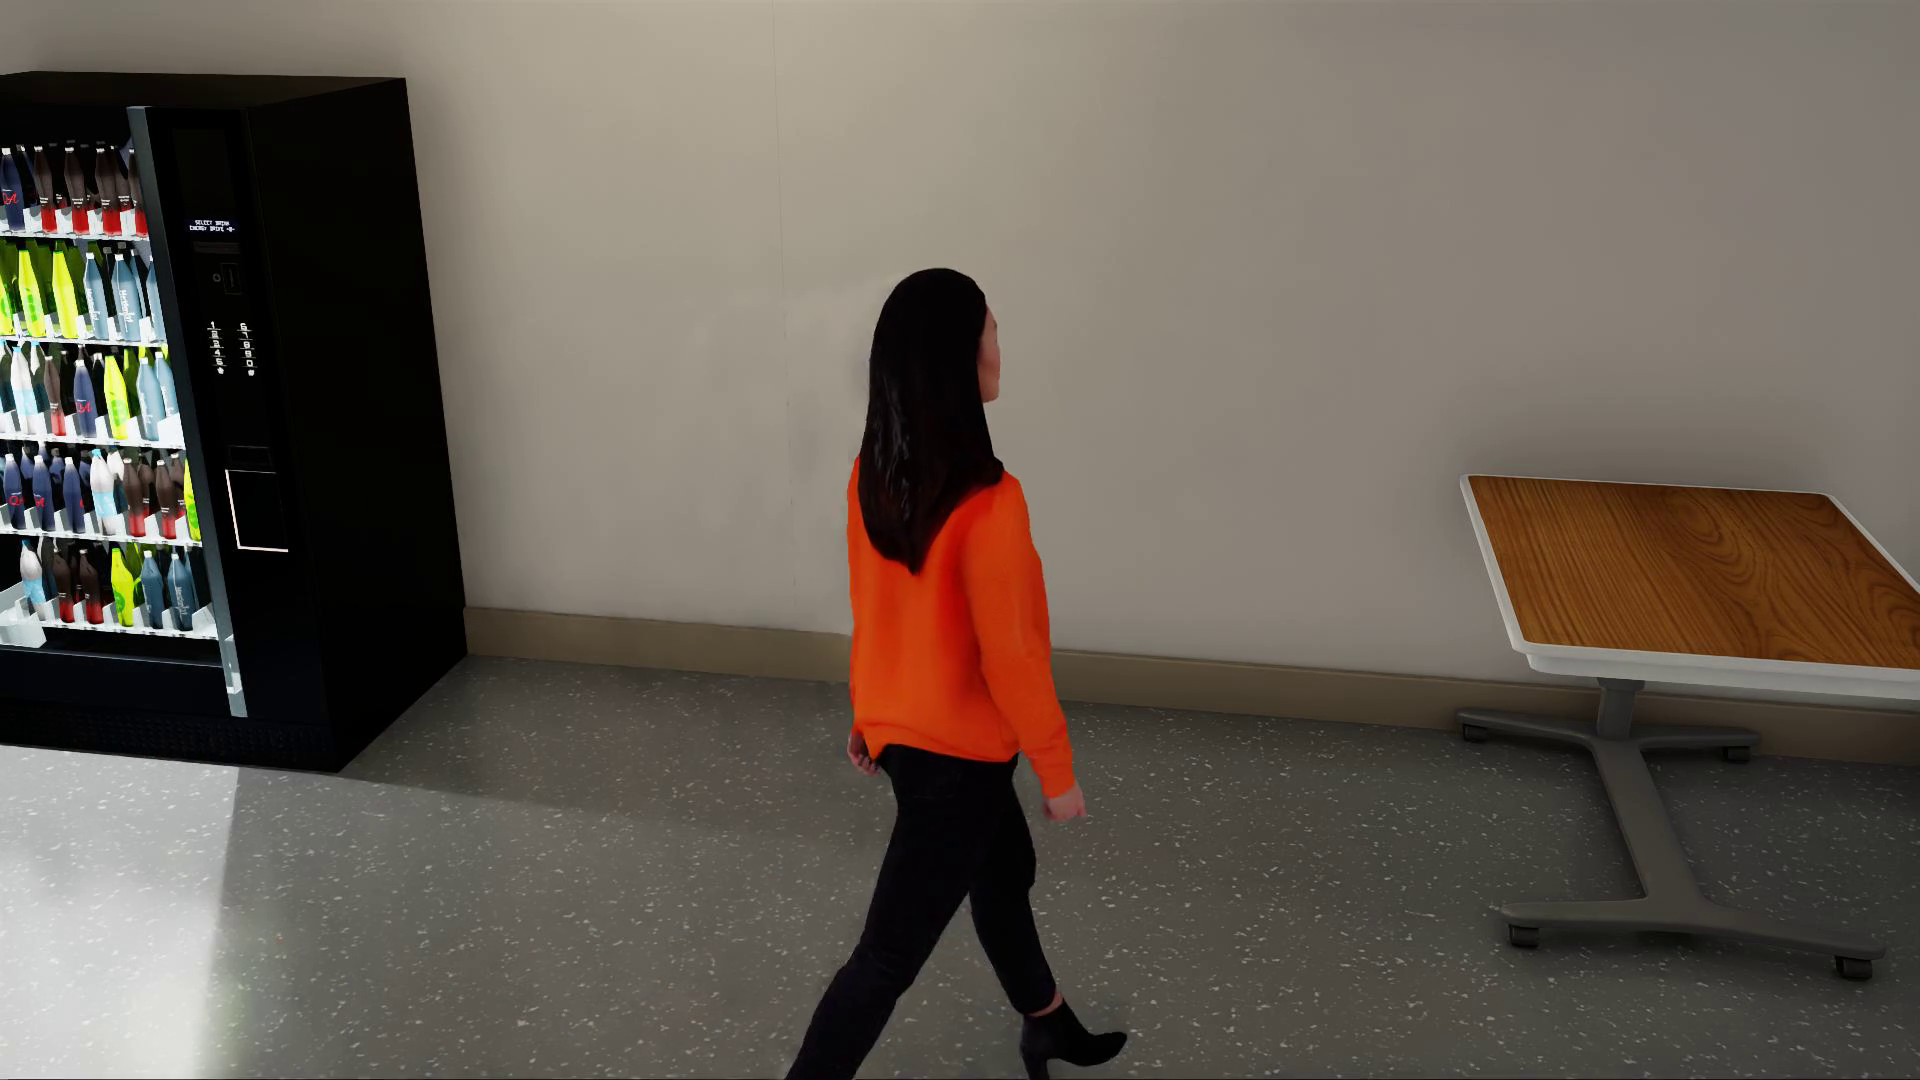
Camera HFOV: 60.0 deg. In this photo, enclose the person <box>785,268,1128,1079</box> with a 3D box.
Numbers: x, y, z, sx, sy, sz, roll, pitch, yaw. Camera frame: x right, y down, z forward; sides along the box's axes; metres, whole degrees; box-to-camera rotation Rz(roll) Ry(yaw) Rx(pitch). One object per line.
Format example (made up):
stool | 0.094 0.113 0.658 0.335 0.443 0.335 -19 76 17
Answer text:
person | -0.102 0.425 2.920 1.192 1.702 1.047 -10 23 -25
